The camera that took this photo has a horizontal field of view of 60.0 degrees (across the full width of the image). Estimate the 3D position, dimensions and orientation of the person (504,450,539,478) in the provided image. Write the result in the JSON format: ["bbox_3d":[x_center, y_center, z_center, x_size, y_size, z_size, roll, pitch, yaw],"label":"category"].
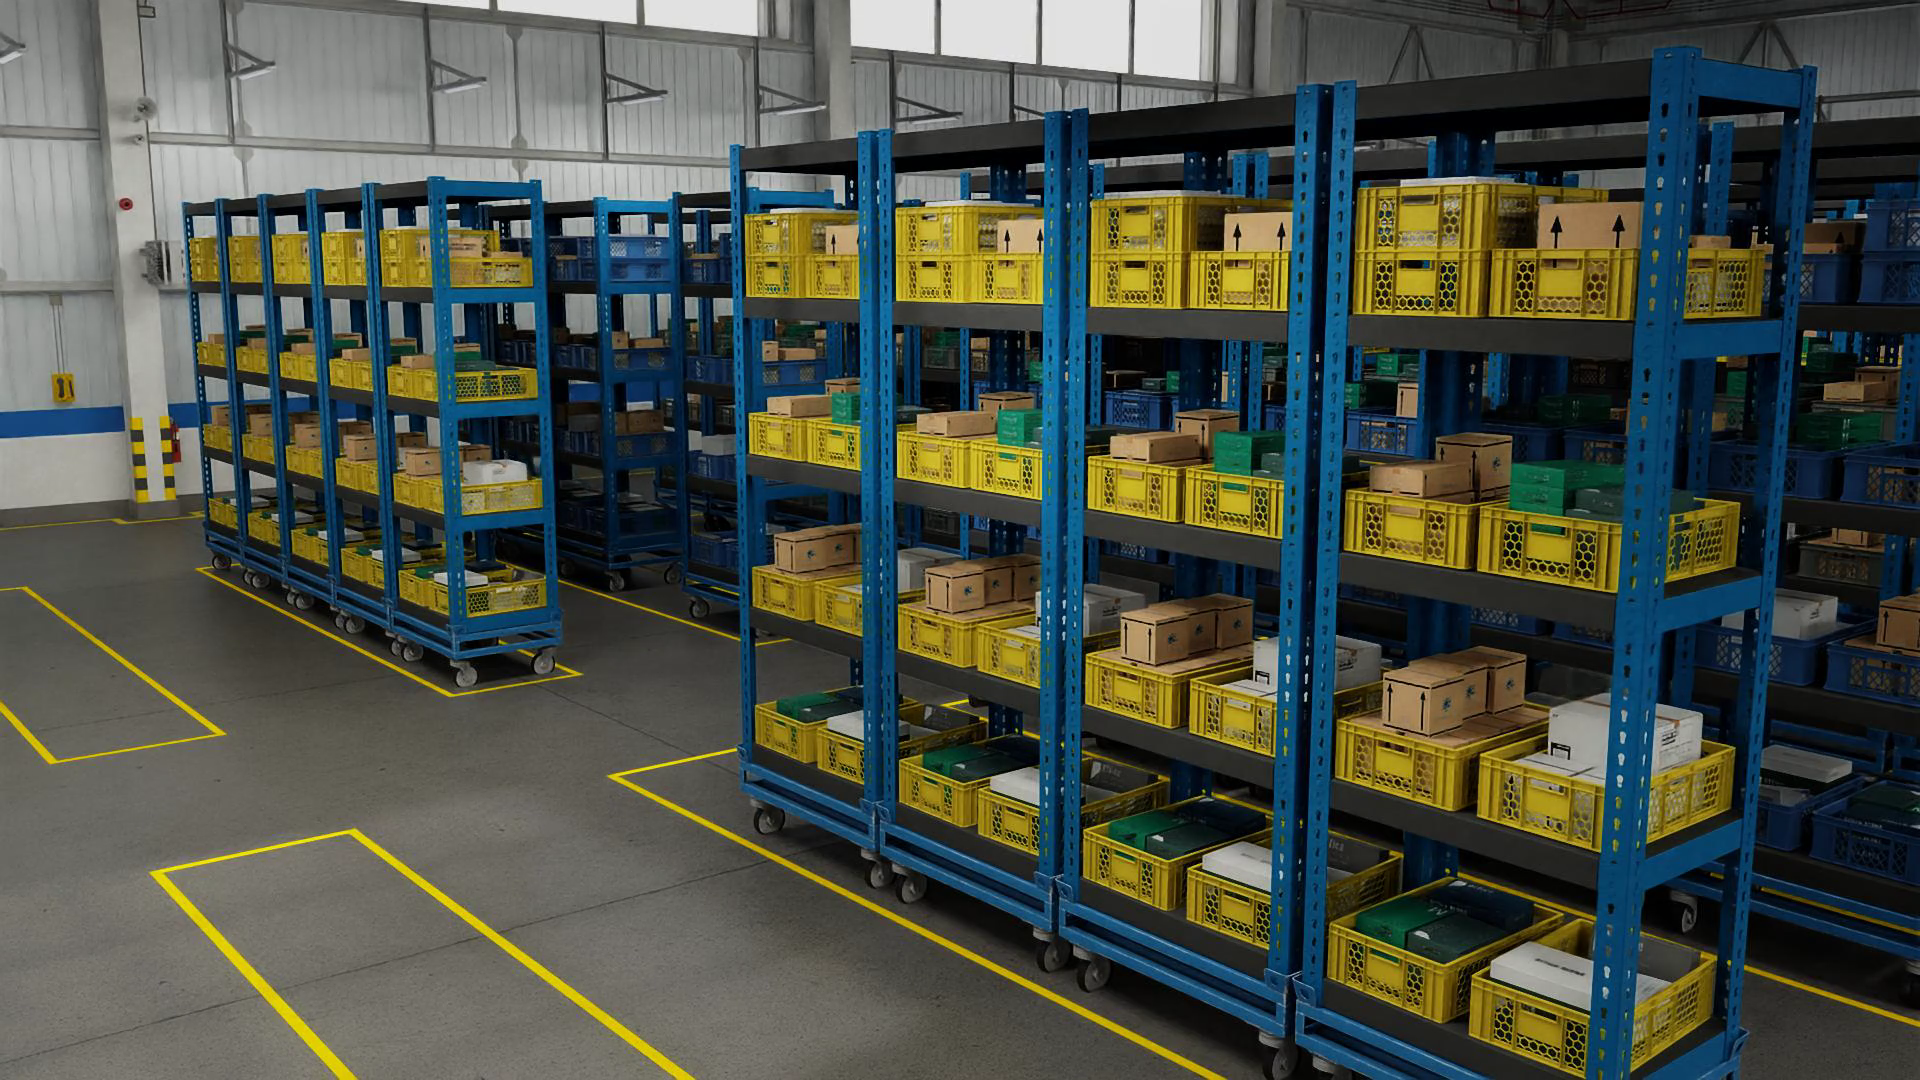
[{"bbox_3d":[-5.064,-1.036,19.087,0.955,1.805,0.587,-9,13,-44],"label":"person"}]

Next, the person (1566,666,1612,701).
[{"bbox_3d":[4.013,0.355,10.651,0.413,1.811,0.614,-3,10,-17],"label":"person"}]
